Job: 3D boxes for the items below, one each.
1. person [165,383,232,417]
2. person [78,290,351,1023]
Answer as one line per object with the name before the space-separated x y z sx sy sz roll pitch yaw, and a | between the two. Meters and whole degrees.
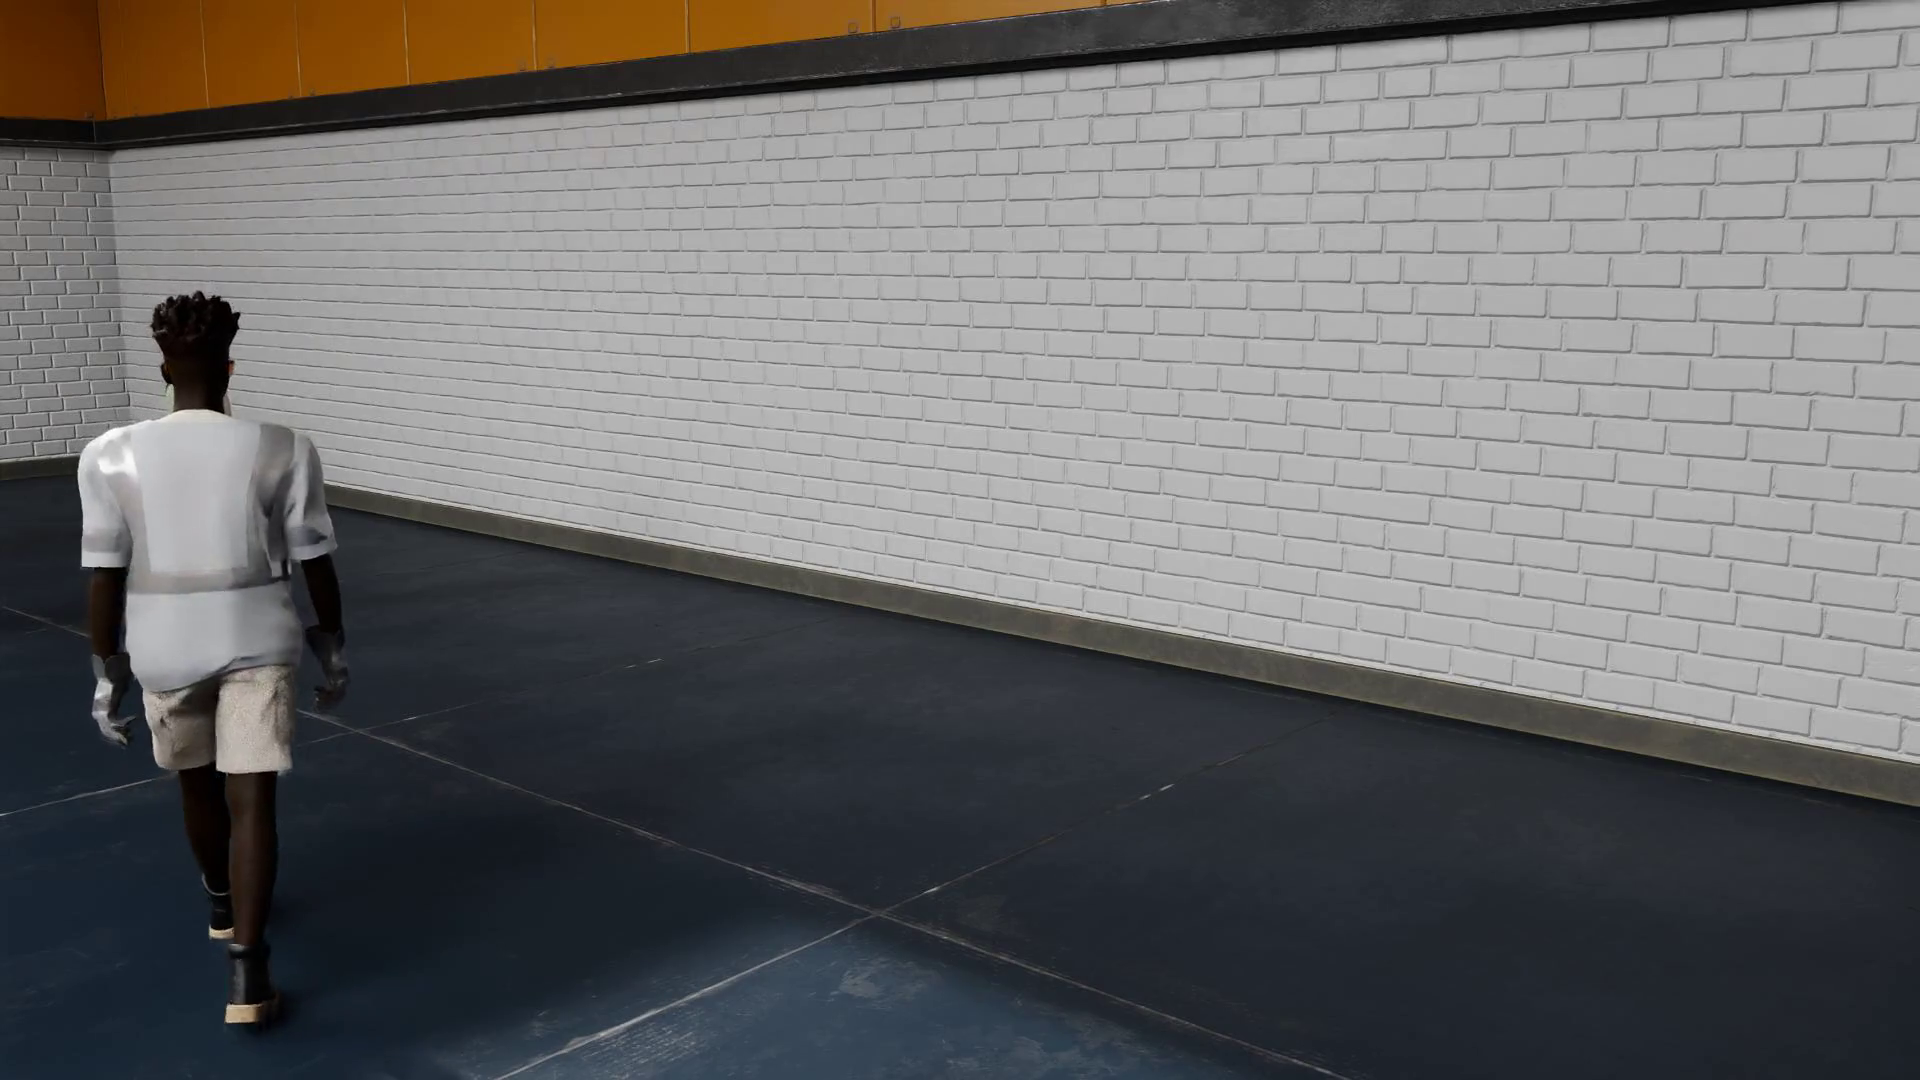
person | -4.022 -0.337 8.847 0.312 1.636 0.520 0 10 0
person | -2.007 0.291 4.523 0.629 1.910 1.017 -3 10 -16
